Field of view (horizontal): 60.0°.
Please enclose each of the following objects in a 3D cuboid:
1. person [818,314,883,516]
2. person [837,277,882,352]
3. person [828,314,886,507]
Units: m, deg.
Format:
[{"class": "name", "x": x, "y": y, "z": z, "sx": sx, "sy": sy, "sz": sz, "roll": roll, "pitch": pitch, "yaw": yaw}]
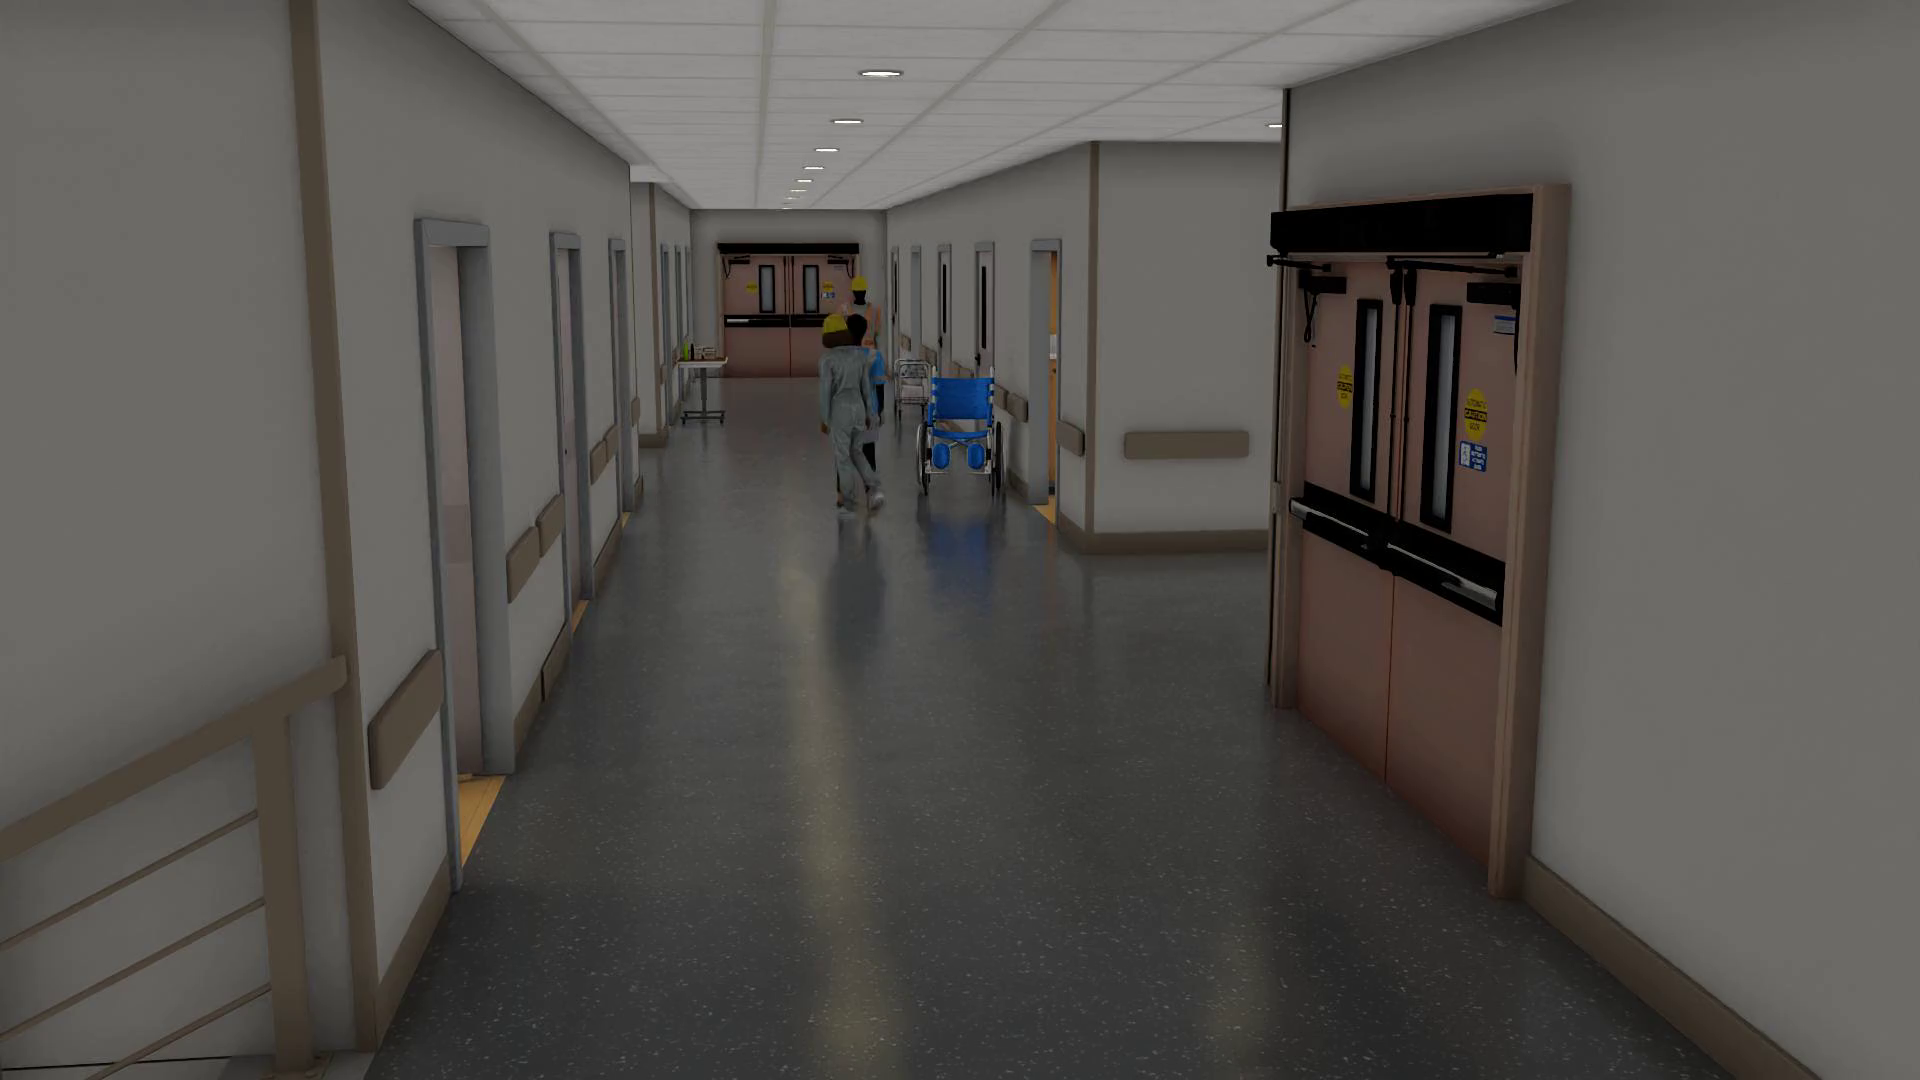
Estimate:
[{"class": "person", "x": -0.965, "y": -1.044, "z": 14.058, "sx": 0.496, "sy": 1.715, "sz": 0.478, "roll": -9, "pitch": 13, "yaw": -42}, {"class": "person", "x": -1.303, "y": -2.454, "z": 21.654, "sx": 0.587, "sy": 1.928, "sz": 0.363, "roll": -2, "pitch": 10, "yaw": -13}, {"class": "person", "x": -0.920, "y": -1.127, "z": 14.607, "sx": 0.567, "sy": 1.693, "sz": 0.317, "roll": 1, "pitch": 10, "yaw": 8}]
